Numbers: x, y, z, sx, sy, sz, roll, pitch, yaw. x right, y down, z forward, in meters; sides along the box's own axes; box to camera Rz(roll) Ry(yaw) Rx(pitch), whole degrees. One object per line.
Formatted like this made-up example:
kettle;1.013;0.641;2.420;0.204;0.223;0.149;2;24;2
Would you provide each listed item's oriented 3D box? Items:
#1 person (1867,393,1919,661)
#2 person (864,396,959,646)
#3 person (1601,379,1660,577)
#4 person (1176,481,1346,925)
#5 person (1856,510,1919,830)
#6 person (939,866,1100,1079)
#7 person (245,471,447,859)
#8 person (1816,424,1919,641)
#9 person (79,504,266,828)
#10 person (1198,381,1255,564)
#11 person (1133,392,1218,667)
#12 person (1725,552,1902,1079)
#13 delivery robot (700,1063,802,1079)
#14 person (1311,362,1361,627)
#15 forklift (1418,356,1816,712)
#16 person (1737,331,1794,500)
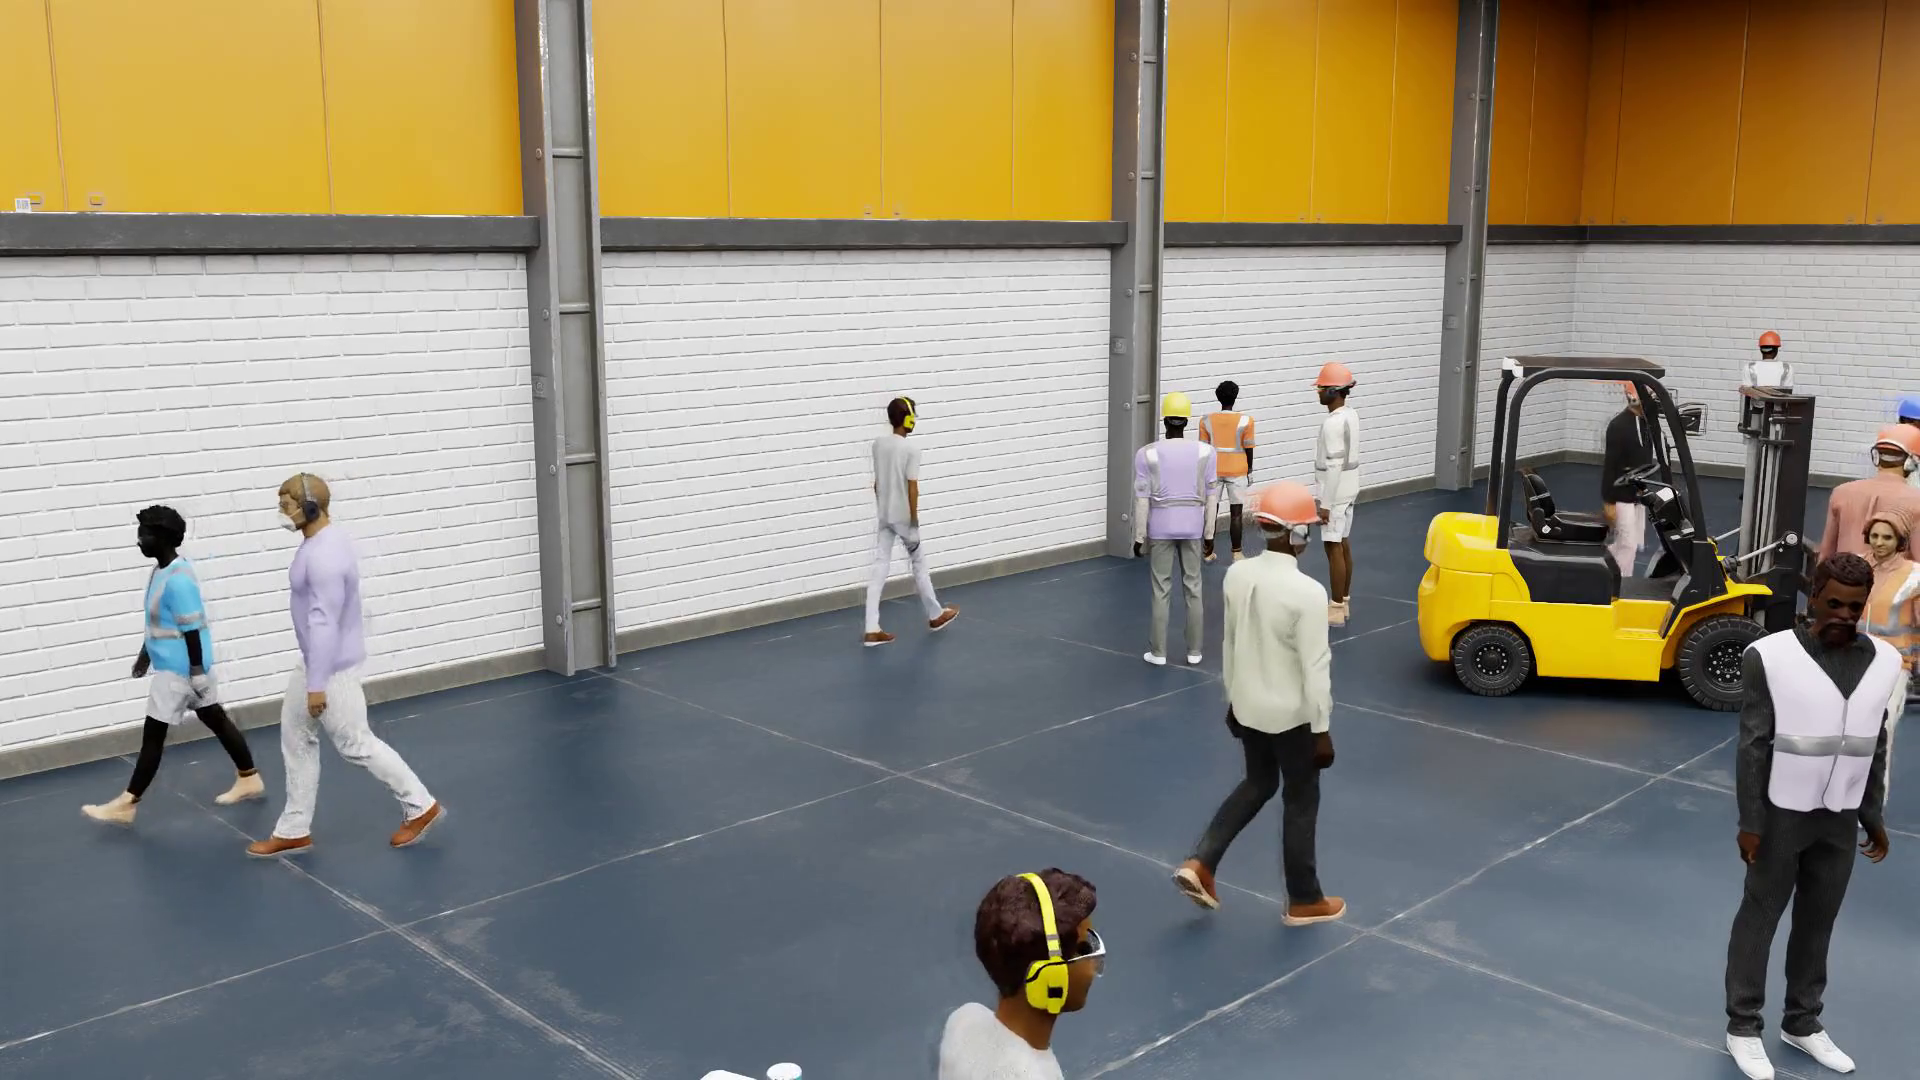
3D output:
person;6.633;-0.113;11.913;0.613;1.918;0.765;-5;11;-25
person;-0.407;-0.158;12.395;0.554;1.818;0.957;9;14;40
person;5.164;-0.356;13.089;0.625;1.972;0.714;-10;14;-42
person;1.353;0.724;7.159;0.722;1.977;0.637;-5;12;-28
person;4.636;0.654;8.515;0.617;1.616;0.533;-8;13;-36
person;0.149;1.516;3.168;0.385;1.859;0.548;-4;11;-22
person;-2.995;0.602;8.059;0.944;1.897;0.671;-5;11;-23
person;5.138;0.328;9.386;0.568;1.953;0.716;-8;13;-37
person;-4.064;0.633;8.554;0.907;1.640;0.540;-6;12;-29
person;2.435;-0.612;15.240;0.531;1.694;0.320;4;11;21
person;1.496;-0.068;11.620;0.584;1.929;0.371;-1;10;-4
person;3.049;0.974;5.979;0.587;1.915;0.395;-2;11;-8
delivery robot;-0.515;1.798;4.937;0.707;0.478;0.477;5;12;26
person;2.870;-0.348;12.832;0.386;2.045;0.605;5;12;26
forklift;4.276;-0.101;11.076;2.313;2.155;1.214;2;11;13
person;9.087;-1.389;18.811;0.547;1.934;0.376;3;11;17
